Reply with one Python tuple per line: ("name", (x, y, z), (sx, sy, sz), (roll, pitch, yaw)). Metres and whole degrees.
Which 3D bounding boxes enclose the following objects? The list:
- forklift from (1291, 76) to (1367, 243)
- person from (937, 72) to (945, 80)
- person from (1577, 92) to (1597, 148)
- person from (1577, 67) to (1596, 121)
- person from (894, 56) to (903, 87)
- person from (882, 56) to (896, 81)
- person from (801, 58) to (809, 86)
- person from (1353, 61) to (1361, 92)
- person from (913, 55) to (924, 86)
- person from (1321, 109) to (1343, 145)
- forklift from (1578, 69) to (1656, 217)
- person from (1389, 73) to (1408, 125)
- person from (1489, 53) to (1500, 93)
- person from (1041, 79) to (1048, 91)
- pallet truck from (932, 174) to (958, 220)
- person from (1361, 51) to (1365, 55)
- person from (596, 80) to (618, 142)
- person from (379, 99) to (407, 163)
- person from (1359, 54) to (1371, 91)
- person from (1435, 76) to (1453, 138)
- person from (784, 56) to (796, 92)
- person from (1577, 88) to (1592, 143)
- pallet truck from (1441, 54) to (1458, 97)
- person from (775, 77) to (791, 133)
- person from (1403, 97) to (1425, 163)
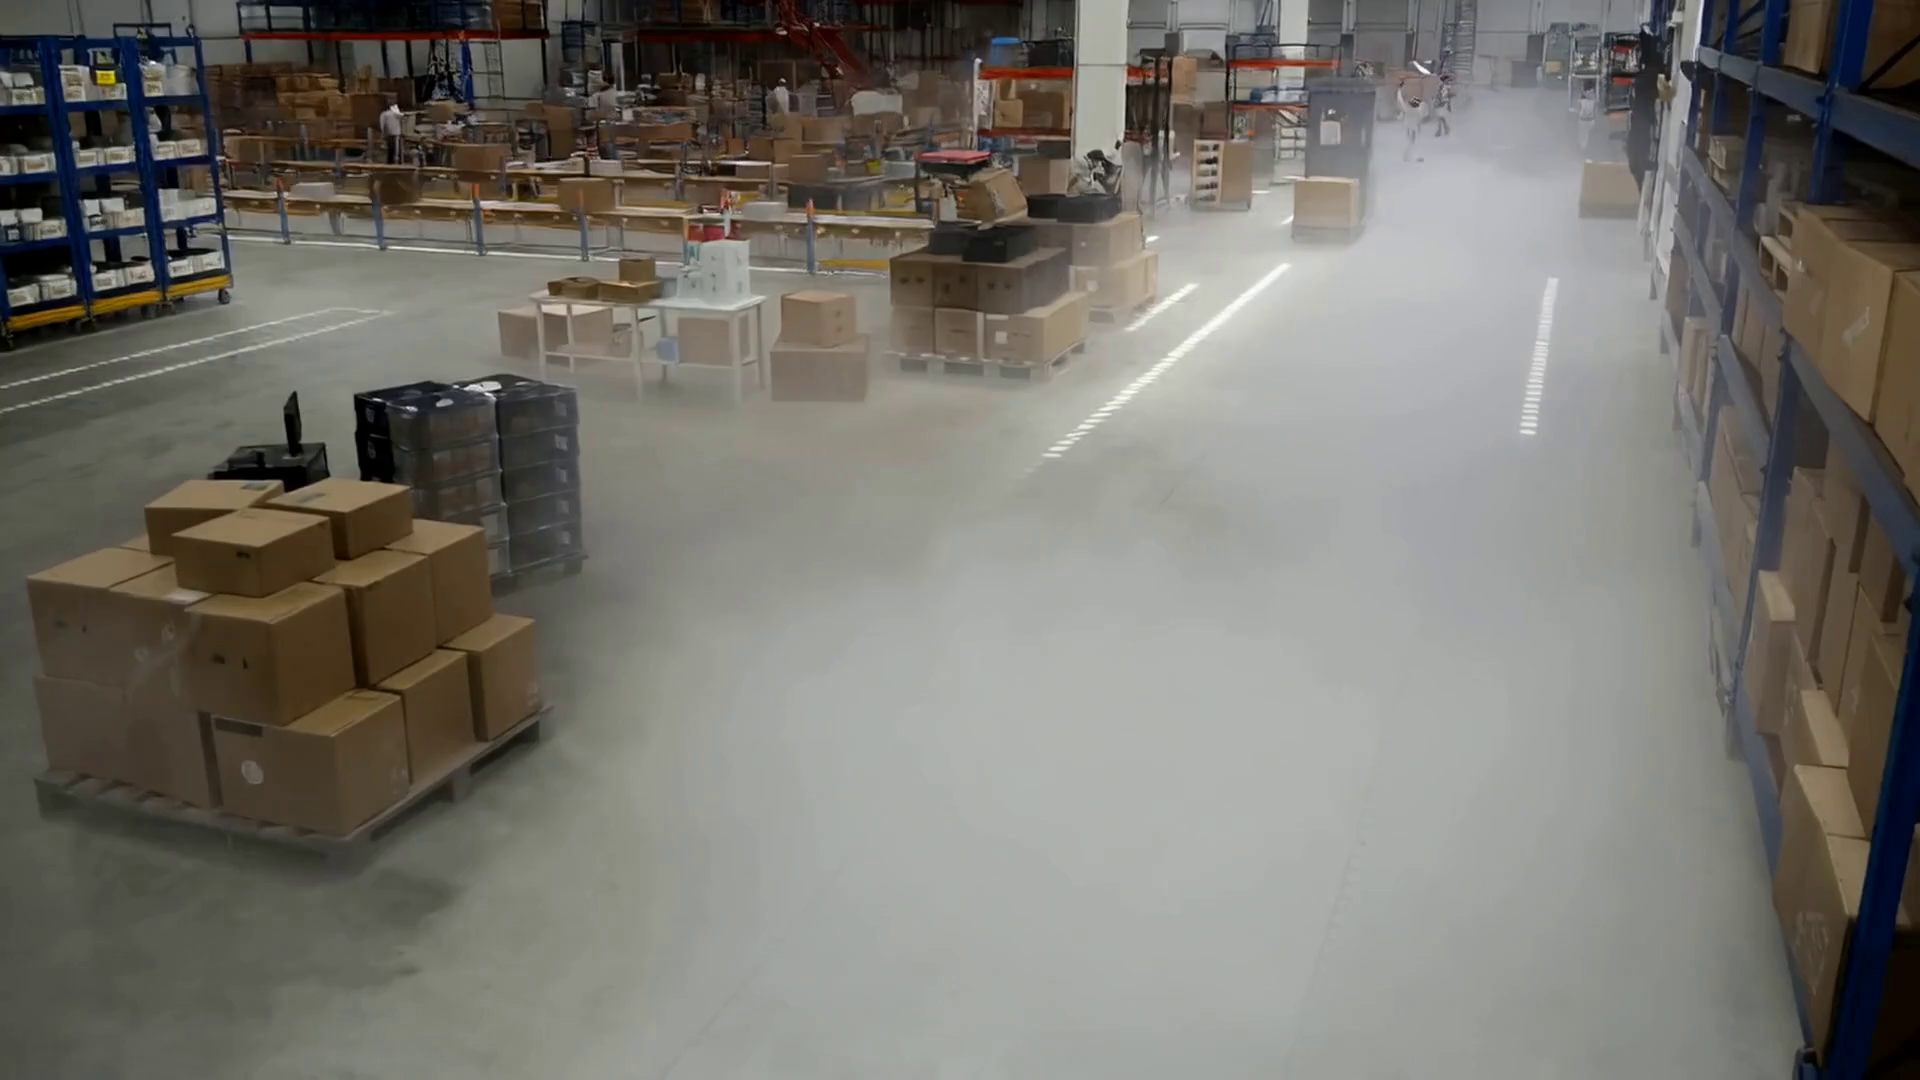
("forklift", (6.598, -6.755, 29.381), (1.129, 2.768, 1.873), (6, 19, 19))
("person", (-0.525, -15.287, 57.798), (0.961, 1.902, 0.554), (-9, 20, -26))
("person", (18.504, -12.392, 49.140), (0.519, 1.624, 0.527), (5, 18, 15))
("person", (23.036, -16.412, 61.232), (0.606, 1.957, 0.384), (4, 18, 13))
("person", (-2.906, -21.363, 76.876), (0.574, 1.891, 0.949), (0, 18, 1))
("person", (-3.227, -20.836, 75.091), (0.643, 1.969, 0.773), (4, 18, 12))
("person", (-7.098, -21.491, 77.419), (0.826, 1.810, 0.539), (-8, 19, -24))
("person", (16.635, -19.130, 69.819), (0.400, 1.928, 0.542), (9, 20, 26))
("person", (-1.980, -22.391, 80.122), (0.623, 1.895, 0.458), (-13, 22, -36))
("person", (9.130, -9.733, 40.802), (0.512, 1.616, 0.587), (11, 21, 31))
("forklift", (13.219, -7.740, 32.475), (1.873, 2.768, 1.129), (6, 19, 18))
("person", (15.764, -15.697, 59.206), (0.962, 1.826, 0.540), (8, 19, 25))
("person", (26.609, -23.218, 82.672), (0.385, 1.917, 0.584), (-6, 19, -19))
("person", (3.930, -21.742, 78.316), (0.484, 1.745, 0.296), (-16, 23, -40))
("pallet truck", (-0.507, -5.292, 27.348), (0.653, 1.274, 1.630), (6, 19, 19))
("person", (21.967, -25.791, 90.872), (0.615, 1.842, 0.534), (7, 19, 21))
("person", (-10.324, -12.405, 48.583), (0.632, 1.985, 1.034), (-15, 23, -39))
("person", (-13.573, -9.614, 39.964), (0.397, 1.899, 0.647), (14, 22, 37))
("person", (18.963, -21.774, 77.935), (0.819, 2.000, 0.690), (-11, 21, -31))
("person", (15.548, -13.915, 53.429), (0.630, 1.926, 0.558), (-13, 22, -35))
("person", (-7.980, -21.731, 78.052), (0.583, 1.882, 0.337), (4, 18, 13))
("person", (19.319, -13.128, 51.417), (0.314, 1.641, 0.515), (0, 18, 0))
("pallet truck", (22.765, -21.886, 78.355), (0.823, 1.965, 1.885), (-4, 18, -14))
("person", (-5.903, -14.520, 55.523), (0.600, 1.799, 0.604), (-9, 20, -26))
("person", (12.113, -10.900, 44.268), (0.535, 1.728, 0.836), (-5, 18, -16))
